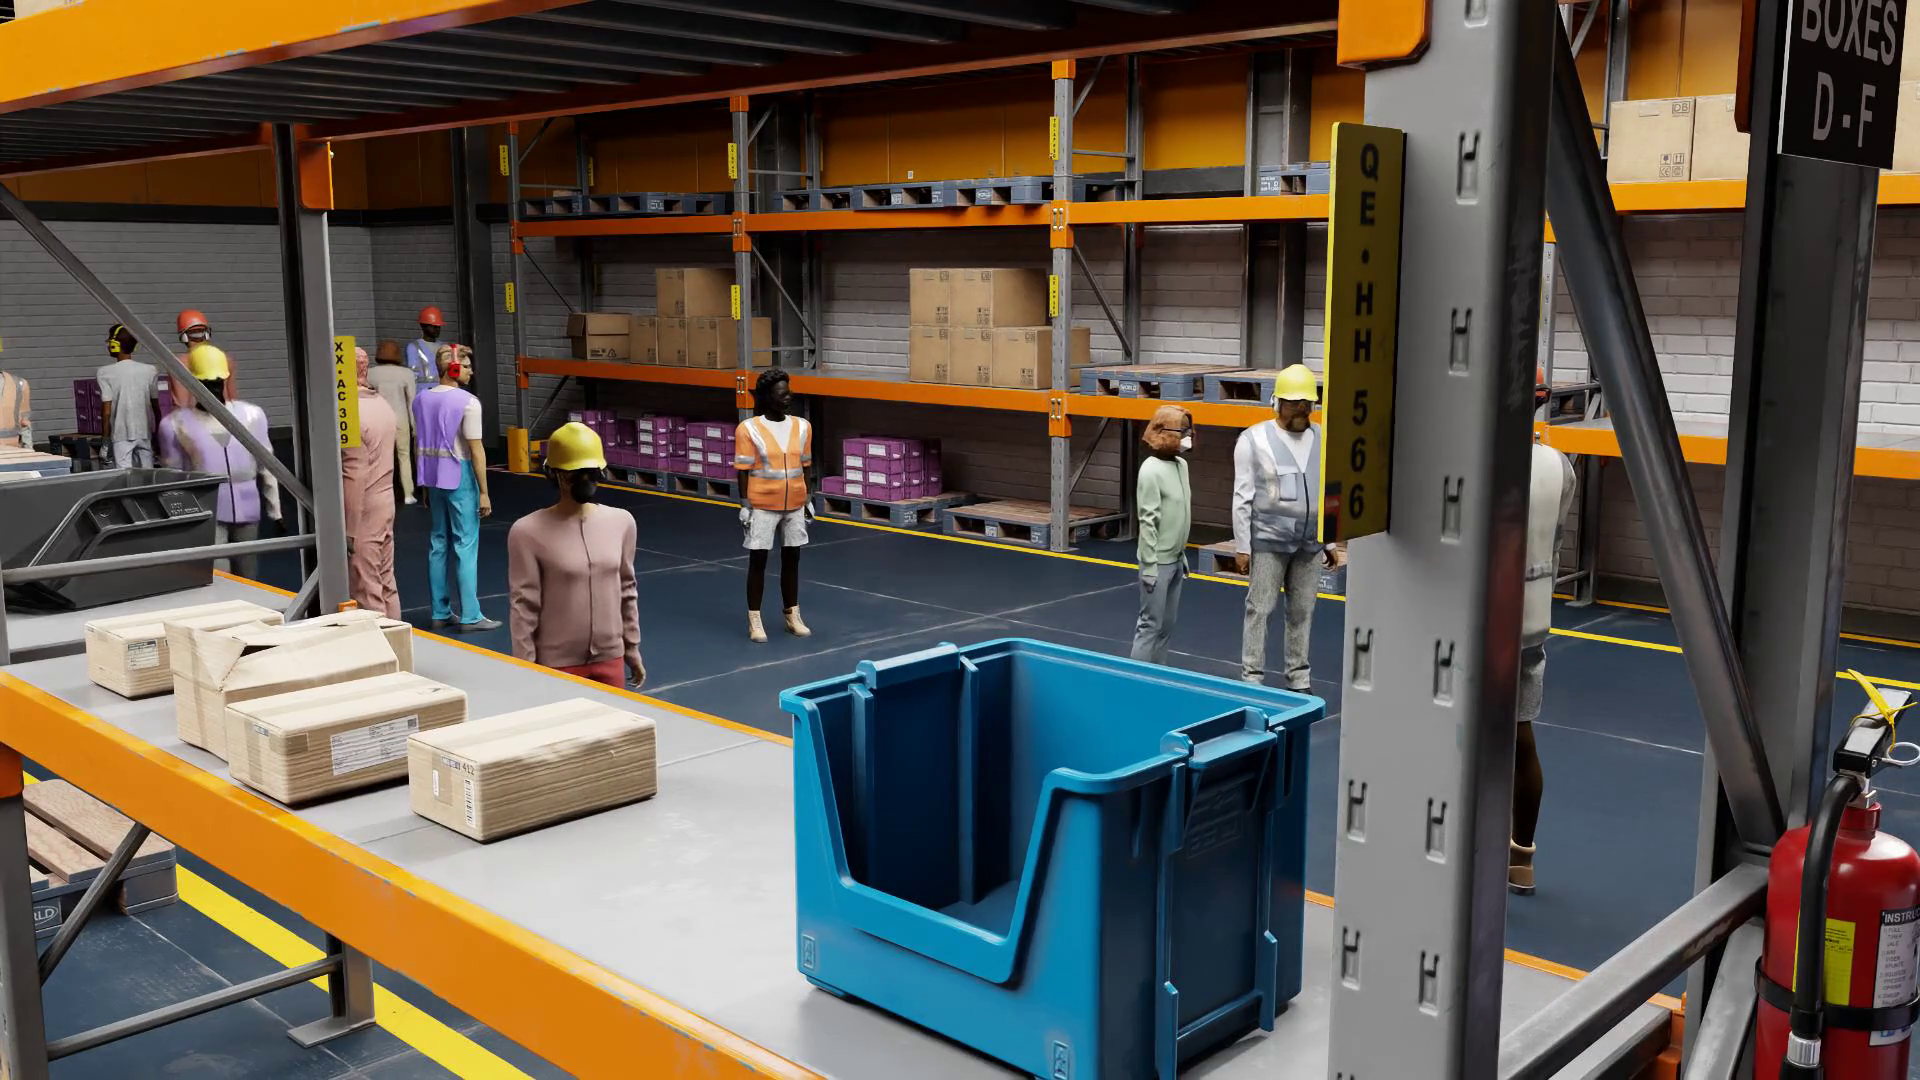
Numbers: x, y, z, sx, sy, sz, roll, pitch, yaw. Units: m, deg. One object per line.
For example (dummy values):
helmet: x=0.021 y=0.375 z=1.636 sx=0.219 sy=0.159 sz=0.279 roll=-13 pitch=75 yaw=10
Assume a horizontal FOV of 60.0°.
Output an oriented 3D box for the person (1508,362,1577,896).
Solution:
person: x=1.929 y=0.325 z=6.014 sx=0.608 sy=2.044 sz=0.370 roll=-8 pitch=12 yaw=-40

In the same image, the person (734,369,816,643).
person: x=-1.146 y=-0.215 z=10.376 sx=0.540 sy=1.698 sz=0.315 roll=-6 pitch=11 yaw=-31

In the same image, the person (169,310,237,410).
person: x=-6.108 y=-0.858 z=13.440 sx=0.391 sy=1.987 sz=0.608 roll=5 pitch=10 yaw=26

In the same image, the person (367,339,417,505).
person: x=-5.579 y=-1.151 z=16.310 sx=0.506 sy=1.631 sz=0.269 roll=-2 pitch=9 yaw=-12

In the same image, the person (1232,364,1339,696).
person: x=1.707 y=0.001 z=8.650 sx=0.601 sy=1.827 sz=0.404 roll=-3 pitch=10 yaw=-16

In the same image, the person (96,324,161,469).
person: x=-6.702 y=-0.801 z=13.433 sx=0.315 sy=1.873 sz=0.532 roll=7 pitch=11 yaw=36

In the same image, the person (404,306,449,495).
person: x=-5.391 y=-1.421 z=17.047 sx=0.372 sy=1.933 sz=0.552 roll=5 pitch=11 yaw=29

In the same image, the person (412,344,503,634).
person: x=-3.233 y=-0.319 z=10.582 sx=0.570 sy=1.837 sz=0.375 roll=5 pitch=11 yaw=30

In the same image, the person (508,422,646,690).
person: x=-1.389 y=0.447 z=6.111 sx=0.529 sy=1.767 sz=0.329 roll=-8 pitch=12 yaw=-42

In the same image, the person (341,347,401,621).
person: x=-3.292 y=-0.107 z=9.081 sx=0.402 sy=1.906 sz=0.652 roll=0 pitch=9 yaw=-2

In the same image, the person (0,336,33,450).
person: x=-6.746 y=-0.526 z=11.604 sx=0.383 sy=1.920 sz=0.585 roll=7 pitch=12 yaw=38

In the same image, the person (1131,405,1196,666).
person: x=1.047 y=0.122 z=8.510 sx=0.266 sy=1.631 sz=0.507 roll=5 pitch=10 yaw=28

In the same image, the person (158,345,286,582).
person: x=-4.177 y=-0.157 z=9.418 sx=0.593 sy=1.899 sz=0.824 roll=-9 pitch=13 yaw=-42
